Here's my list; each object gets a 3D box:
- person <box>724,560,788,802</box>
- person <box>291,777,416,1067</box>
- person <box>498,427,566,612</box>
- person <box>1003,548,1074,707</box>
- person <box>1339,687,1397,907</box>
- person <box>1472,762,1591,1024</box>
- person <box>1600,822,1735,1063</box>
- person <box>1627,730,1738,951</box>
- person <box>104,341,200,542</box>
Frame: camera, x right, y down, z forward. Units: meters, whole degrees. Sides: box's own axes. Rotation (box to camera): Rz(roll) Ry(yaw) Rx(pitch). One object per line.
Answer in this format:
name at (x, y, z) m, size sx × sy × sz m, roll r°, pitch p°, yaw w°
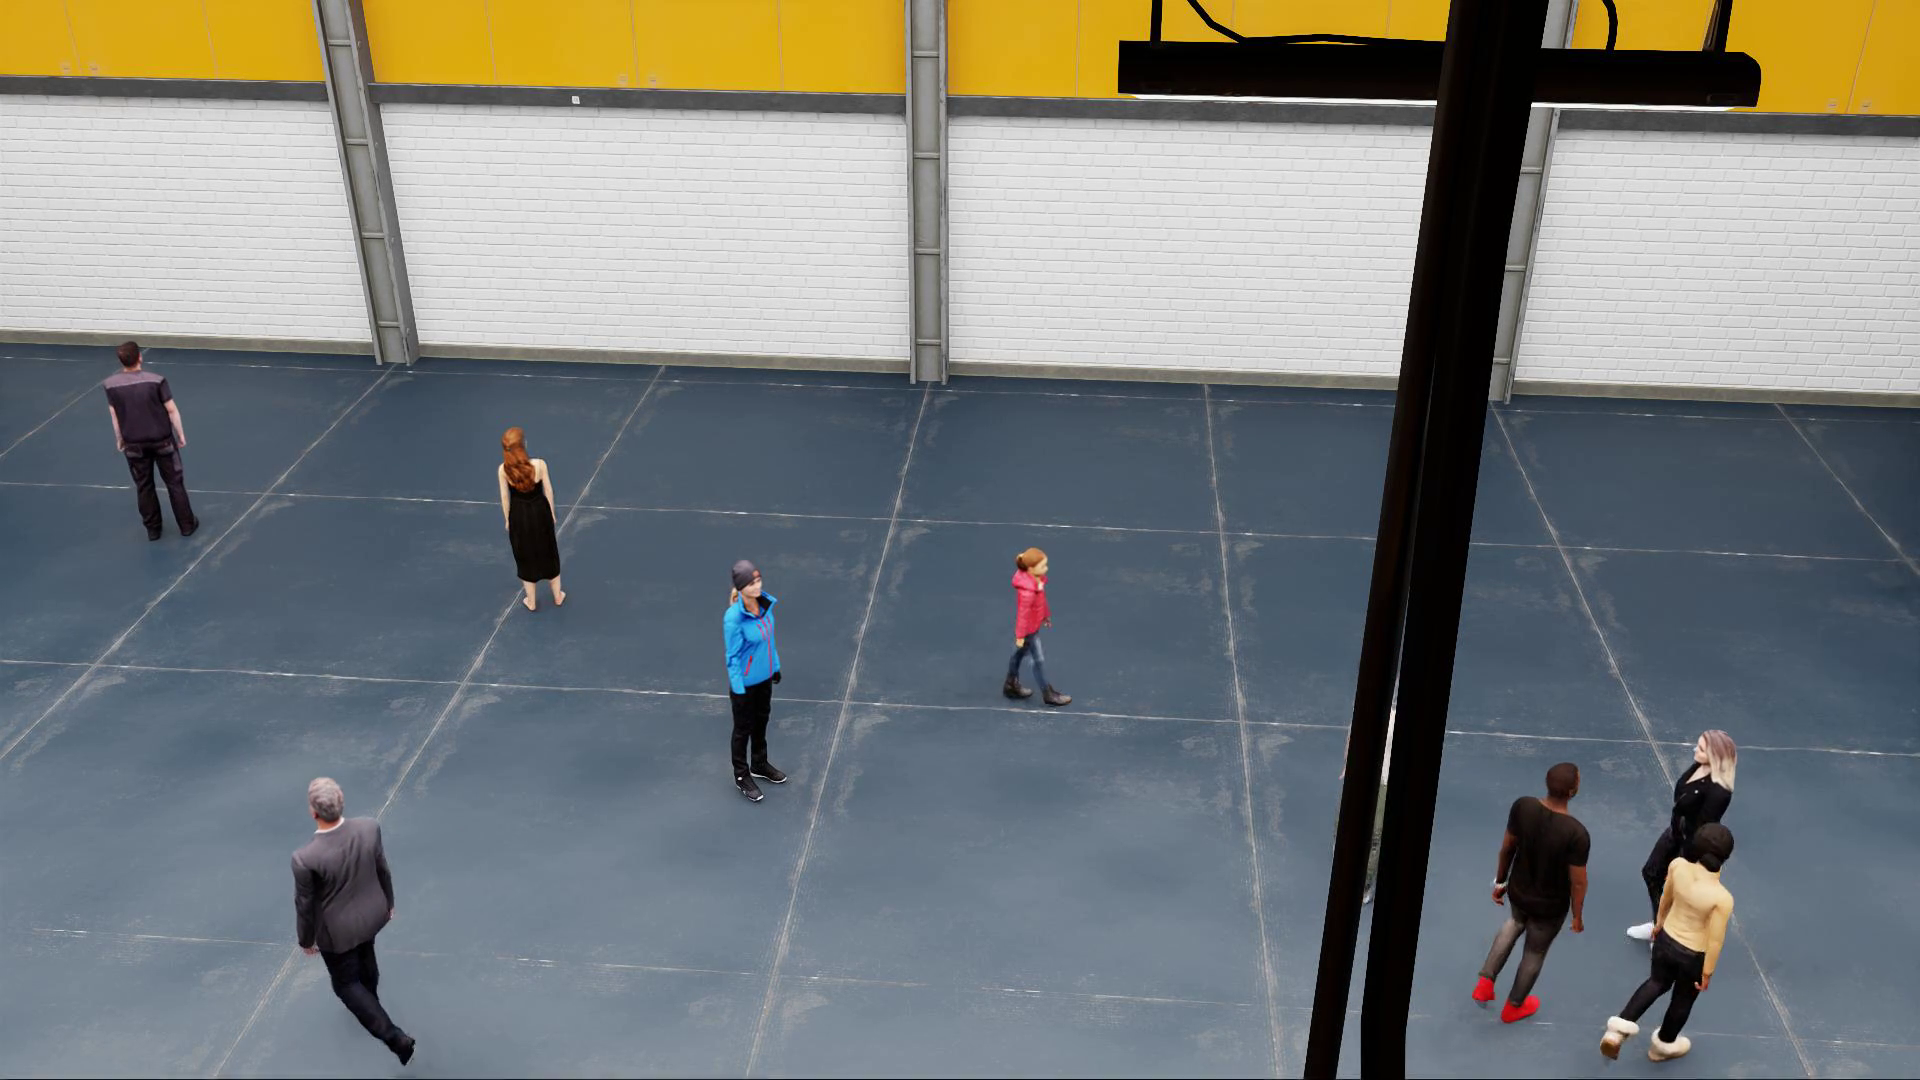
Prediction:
person at (-1.429, 0.940, 11.379) m, size 0.692 × 1.795 × 0.692 m, roll 19°, pitch 34°, yaw 31°
person at (-3.331, 2.128, 9.182) m, size 1.231 × 1.814 × 1.085 m, roll 21°, pitch 35°, yaw 33°
person at (-3.515, -0.171, 13.592) m, size 0.617 × 1.626 × 0.709 m, roll -9°, pitch 30°, yaw -16°
person at (0.453, 0.639, 12.450) m, size 0.817 × 1.298 × 0.615 m, roll 7°, pitch 29°, yaw 13°
person at (2.658, 1.501, 10.530) m, size 1.056 × 1.623 × 0.996 m, roll -18°, pitch 34°, yaw -30°
person at (3.199, 2.037, 9.368) m, size 0.883 × 1.795 × 0.828 m, roll -19°, pitch 34°, yaw -31°
person at (3.902, 2.274, 9.097) m, size 0.986 × 1.638 × 0.866 m, roll -14°, pitch 32°, yaw -25°
person at (4.451, 1.839, 9.858) m, size 0.663 × 1.673 × 0.672 m, roll 6°, pitch 29°, yaw 11°
person at (-7.144, -0.871, 14.643) m, size 0.668 × 1.849 × 0.854 m, roll -6°, pitch 29°, yaw -11°
